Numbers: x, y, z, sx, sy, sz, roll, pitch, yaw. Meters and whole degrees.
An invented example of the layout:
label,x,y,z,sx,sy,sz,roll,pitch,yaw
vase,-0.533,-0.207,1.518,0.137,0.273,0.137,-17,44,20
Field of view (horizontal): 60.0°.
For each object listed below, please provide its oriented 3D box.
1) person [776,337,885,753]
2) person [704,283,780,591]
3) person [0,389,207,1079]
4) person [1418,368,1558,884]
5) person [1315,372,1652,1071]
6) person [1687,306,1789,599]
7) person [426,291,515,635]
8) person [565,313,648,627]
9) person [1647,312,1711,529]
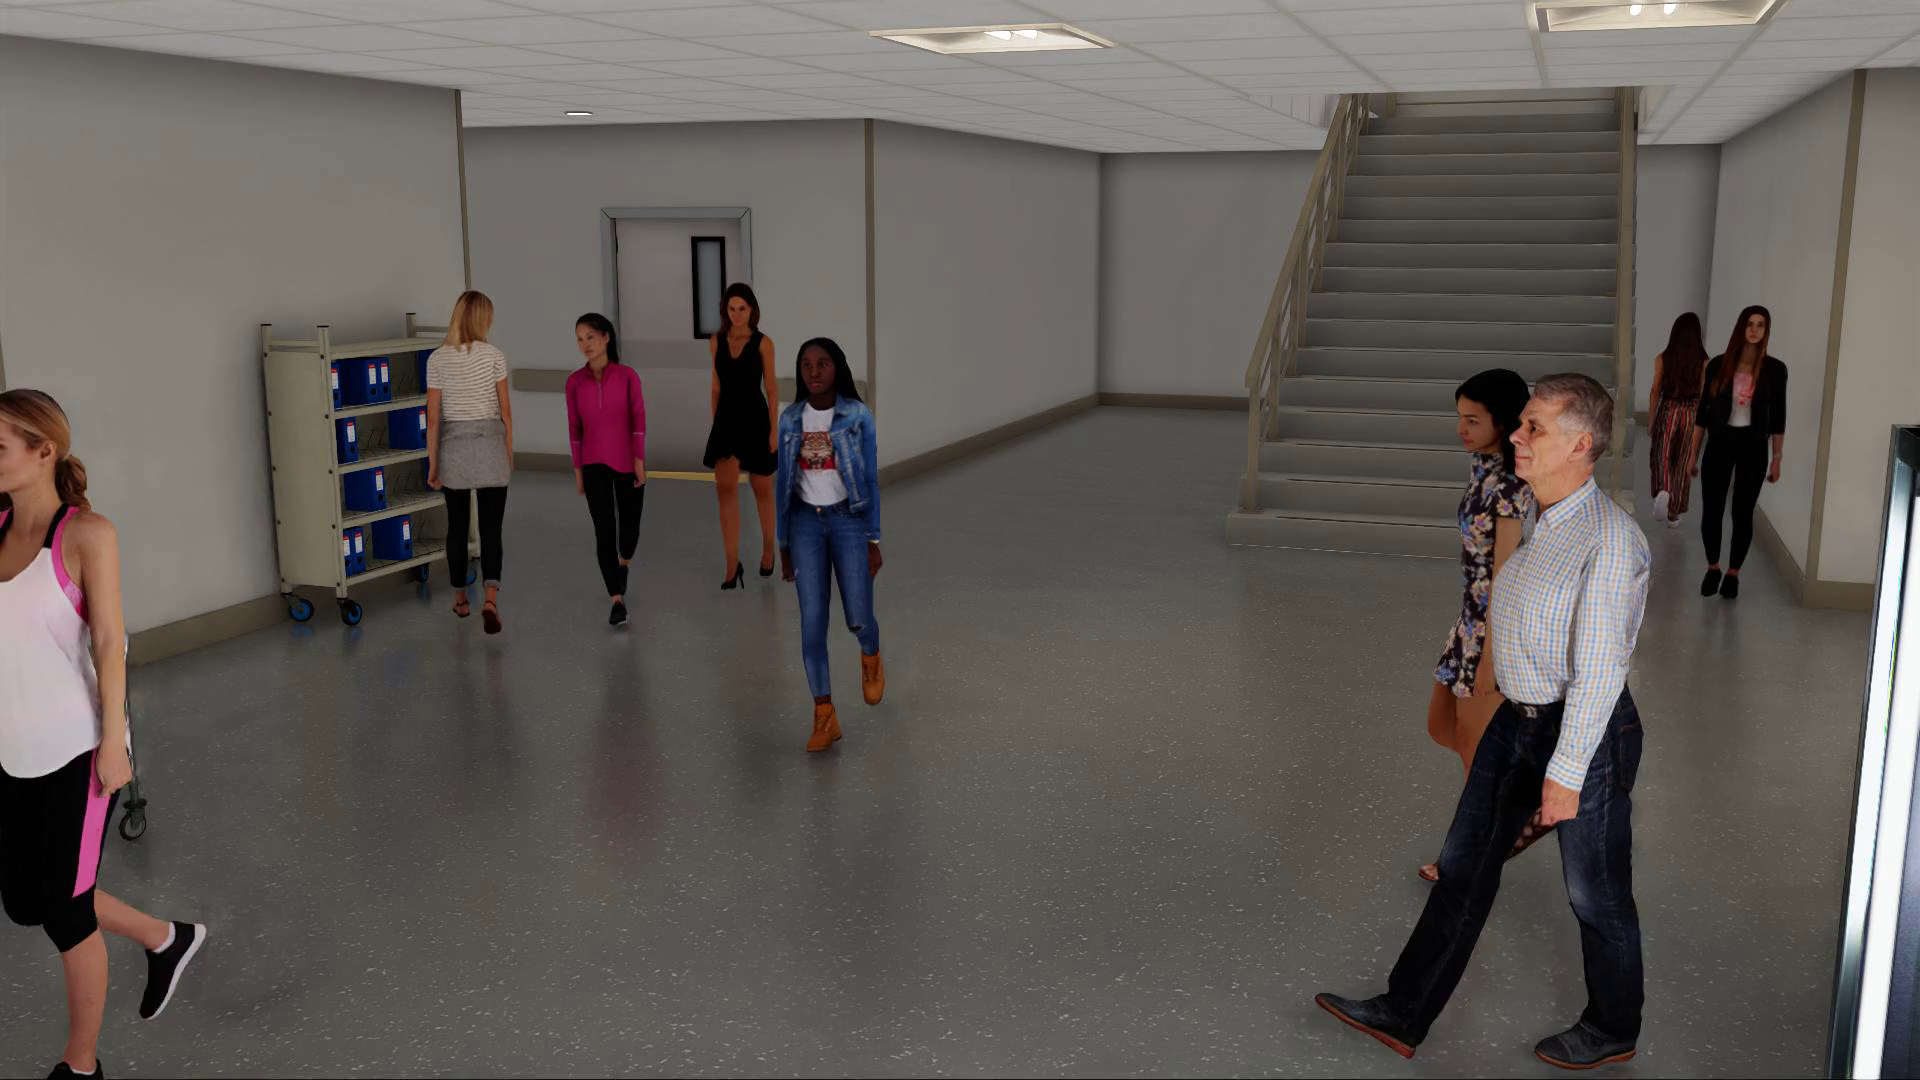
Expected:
label,x,y,z,sx,sy,sz,roll,pitch,yaw
person,-0.507,0.006,6.982,0.655,1.700,0.878,3,11,16
person,-1.263,-0.605,9.969,0.729,1.788,1.015,2,11,9
person,-2.132,0.515,4.100,0.608,1.775,0.850,4,12,21
person,1.778,0.319,5.298,0.830,1.712,0.744,2,11,9
person,1.578,0.497,4.156,1.089,1.788,1.138,-2,11,-12
person,4.549,-0.516,9.730,0.695,1.700,0.654,5,12,26
person,-2.561,-0.378,8.784,0.997,1.782,1.207,-3,11,-13
person,-1.910,-0.392,9.175,0.943,1.664,1.165,-2,11,-12
person,5.102,-0.831,11.806,0.540,1.546,0.869,4,11,20
